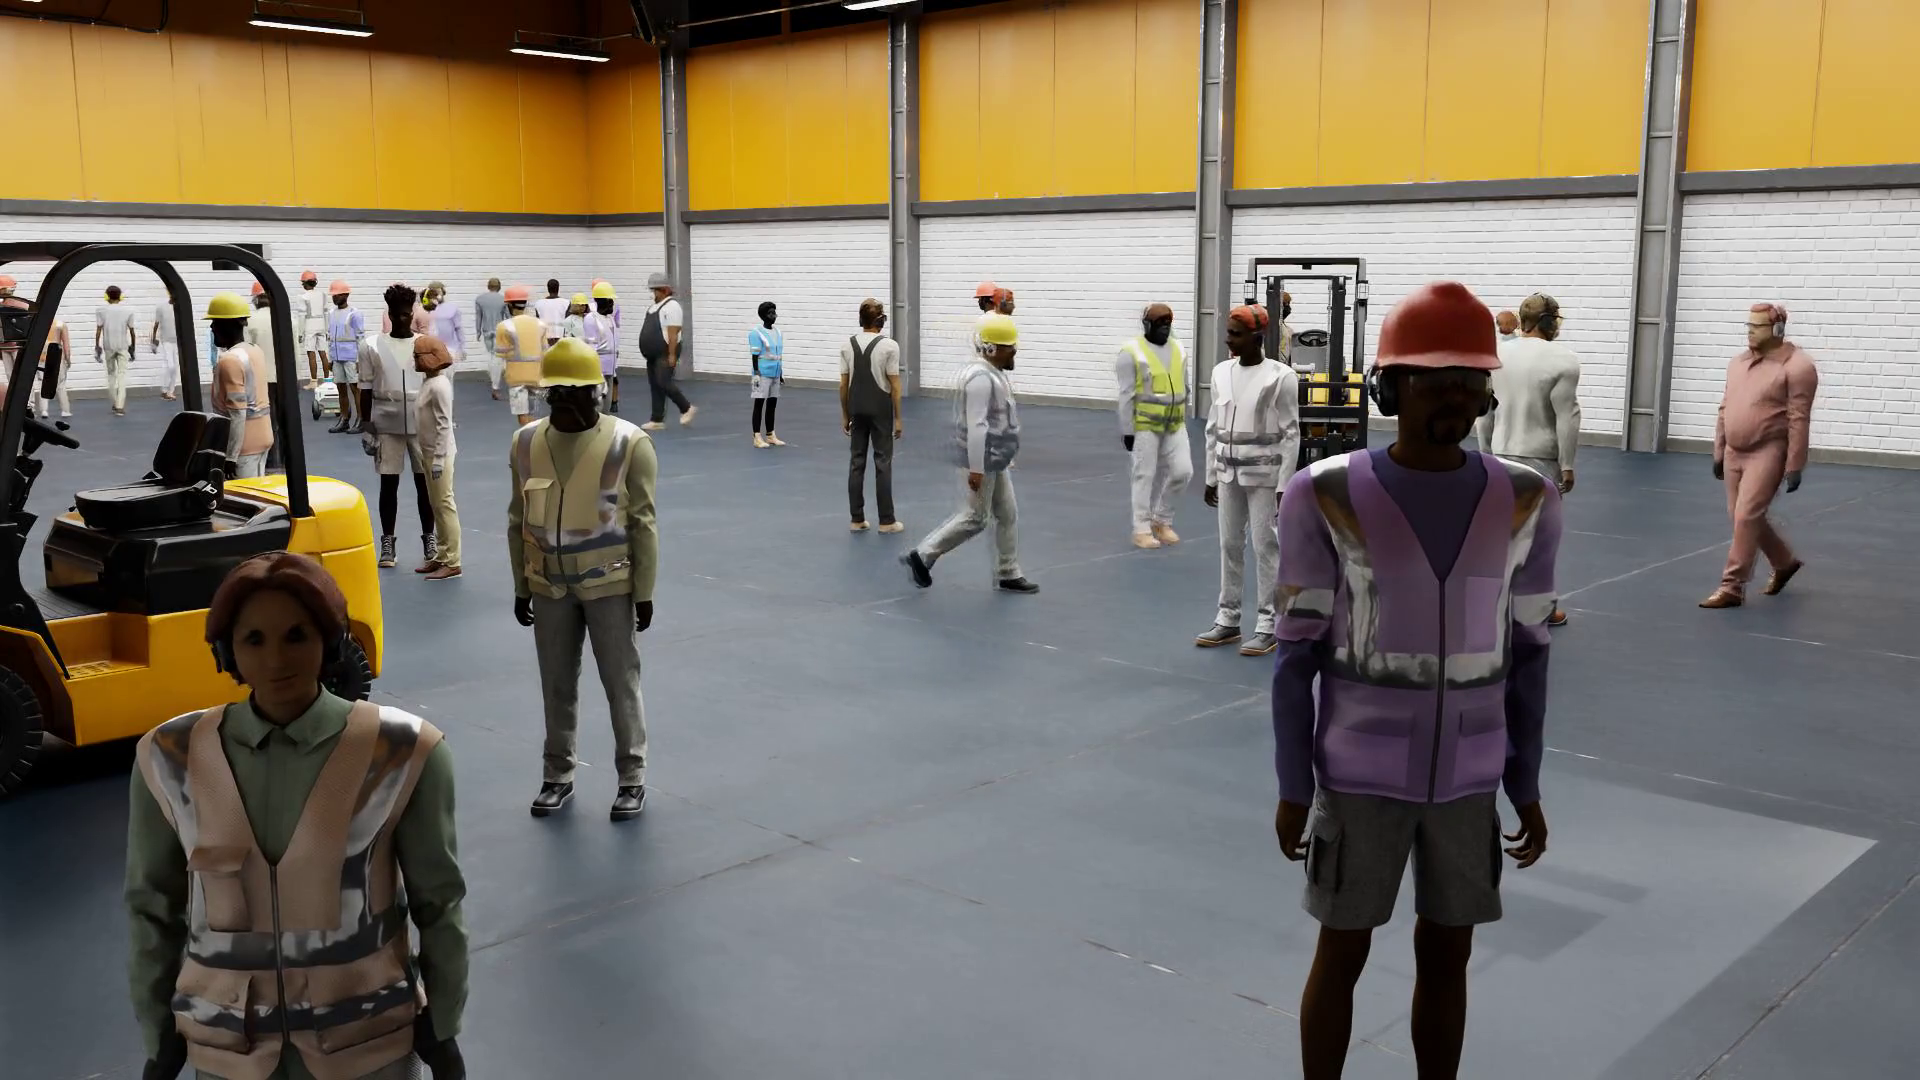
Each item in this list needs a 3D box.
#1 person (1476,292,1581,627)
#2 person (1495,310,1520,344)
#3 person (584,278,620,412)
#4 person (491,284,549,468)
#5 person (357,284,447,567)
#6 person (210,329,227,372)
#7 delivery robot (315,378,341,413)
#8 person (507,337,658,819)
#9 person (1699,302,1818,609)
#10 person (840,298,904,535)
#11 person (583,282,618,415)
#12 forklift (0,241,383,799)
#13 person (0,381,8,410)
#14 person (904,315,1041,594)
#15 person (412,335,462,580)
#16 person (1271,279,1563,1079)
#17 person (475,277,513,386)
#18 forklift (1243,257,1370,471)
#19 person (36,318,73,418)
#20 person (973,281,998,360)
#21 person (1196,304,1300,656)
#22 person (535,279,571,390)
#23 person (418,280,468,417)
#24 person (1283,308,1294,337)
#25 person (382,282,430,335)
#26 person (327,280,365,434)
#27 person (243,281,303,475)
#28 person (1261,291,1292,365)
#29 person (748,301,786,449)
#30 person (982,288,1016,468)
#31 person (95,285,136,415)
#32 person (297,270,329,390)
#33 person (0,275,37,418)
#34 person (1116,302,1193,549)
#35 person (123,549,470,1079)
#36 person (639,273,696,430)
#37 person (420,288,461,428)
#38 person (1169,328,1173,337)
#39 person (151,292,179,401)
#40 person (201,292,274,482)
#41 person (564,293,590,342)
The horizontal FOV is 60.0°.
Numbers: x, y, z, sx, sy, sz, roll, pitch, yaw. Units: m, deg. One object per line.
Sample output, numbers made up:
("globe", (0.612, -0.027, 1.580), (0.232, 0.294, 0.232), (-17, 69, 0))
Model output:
("person", (3.291, -0.461, 9.662), (0.369, 1.936, 0.630), (-7, 12, -38))
("person", (6.251, -1.790, 18.770), (0.544, 1.609, 0.507), (4, 10, 25))
("person", (-5.145, -2.786, 23.897), (0.545, 1.942, 0.351), (-8, 12, -40))
("person", (-4.467, -1.602, 16.721), (0.809, 1.908, 0.579), (8, 12, 42))
("person", (-3.874, -0.795, 11.610), (0.605, 1.966, 0.367), (-4, 10, -21))
("person", (-9.757, -2.356, 22.347), (0.849, 1.589, 0.516), (9, 13, 43))
("delivery robot", (-8.734, -2.000, 23.032), (0.477, 0.478, 0.707), (-4, 10, -25))
("person", (-1.421, 0.152, 6.264), (0.591, 1.824, 0.404), (2, 9, 10))
("person", (4.951, -0.530, 10.270), (0.879, 1.879, 0.660), (-3, 10, -17))
("person", (-0.692, -0.960, 12.997), (0.506, 1.845, 0.344), (4, 10, 23))
("person", (-3.902, -1.854, 18.225), (0.382, 1.928, 0.587), (2, 9, 13))
("forklift", (-3.706, -0.171, 7.093), (1.214, 2.155, 2.313), (9, 13, 43))
("person", (-5.666, -0.354, 9.523), (0.314, 1.768, 0.526), (8, 12, 41))
("person", (0.088, -0.532, 10.544), (0.777, 1.796, 0.627), (2, 9, 12))
("person", (-3.519, -0.552, 11.144), (0.286, 1.633, 0.499), (-5, 11, -28))
("person", (0.963, 0.484, 3.528), (0.608, 2.048, 0.365), (-1, 9, -4))
("person", (-8.238, -3.697, 29.569), (0.656, 1.909, 0.746), (0, 9, 2))
("forklift", (3.309, -1.629, 16.029), (1.214, 2.155, 2.313), (2, 9, 11))
("person", (-12.660, -2.512, 23.150), (0.522, 1.642, 0.309), (-3, 10, -18))
("person", (0.312, -1.889, 18.412), (0.375, 1.935, 0.551), (5, 10, 28))
("person", (1.553, -0.321, 8.963), (0.349, 1.881, 0.577), (-8, 12, -40))
("person", (-6.467, -3.186, 26.535), (0.593, 1.887, 0.385), (0, 9, 3))
("person", (-7.217, -2.653, 23.169), (0.644, 1.921, 0.441), (-5, 11, -30))
("person", (3.464, -1.766, 18.174), (0.304, 1.771, 0.532), (7, 12, 37))
("person", (-6.928, -2.249, 20.710), (0.636, 1.911, 0.405), (2, 10, 13))
("person", (-7.742, -2.294, 20.899), (0.553, 1.933, 0.368), (4, 10, 25))
("person", (-6.966, -1.626, 16.804), (0.625, 1.962, 0.633), (8, 12, 41))
("person", (3.351, -1.720, 17.675), (0.429, 1.839, 0.633), (2, 9, 10))
("person", (-2.228, -1.910, 19.269), (0.321, 1.697, 0.529), (6, 11, 33))
("person", (0.400, -1.684, 17.371), (0.367, 1.875, 0.580), (-1, 9, -5))
("person", (-12.046, -2.707, 23.742), (0.506, 1.828, 0.868), (-4, 10, -23))
("person", (-11.072, -3.578, 28.439), (0.382, 2.045, 0.605), (6, 11, 31))
("person", (-13.082, -2.659, 22.963), (0.618, 1.990, 0.394), (5, 10, 27))
("person", (1.451, -0.840, 12.318), (0.650, 1.823, 0.463), (-5, 10, -27))
("person", (-1.056, 0.824, 2.689), (0.523, 1.639, 0.306), (-1, 9, -7))
("person", (-3.818, -2.419, 21.342), (0.619, 2.000, 0.699), (-7, 11, -35))
("person", (-7.004, -2.352, 21.628), (0.915, 1.824, 0.543), (2, 10, 13))
("person", (2.482, -2.084, 20.534), (0.267, 1.632, 0.507), (5, 11, 29))
("person", (-12.356, -3.085, 26.070), (0.552, 1.827, 0.535), (6, 11, 33))
("person", (-4.556, -0.600, 10.538), (0.367, 1.927, 0.584), (-1, 9, -9))
("person", (-5.183, -2.502, 22.759), (0.322, 1.743, 0.489), (7, 12, 36))
